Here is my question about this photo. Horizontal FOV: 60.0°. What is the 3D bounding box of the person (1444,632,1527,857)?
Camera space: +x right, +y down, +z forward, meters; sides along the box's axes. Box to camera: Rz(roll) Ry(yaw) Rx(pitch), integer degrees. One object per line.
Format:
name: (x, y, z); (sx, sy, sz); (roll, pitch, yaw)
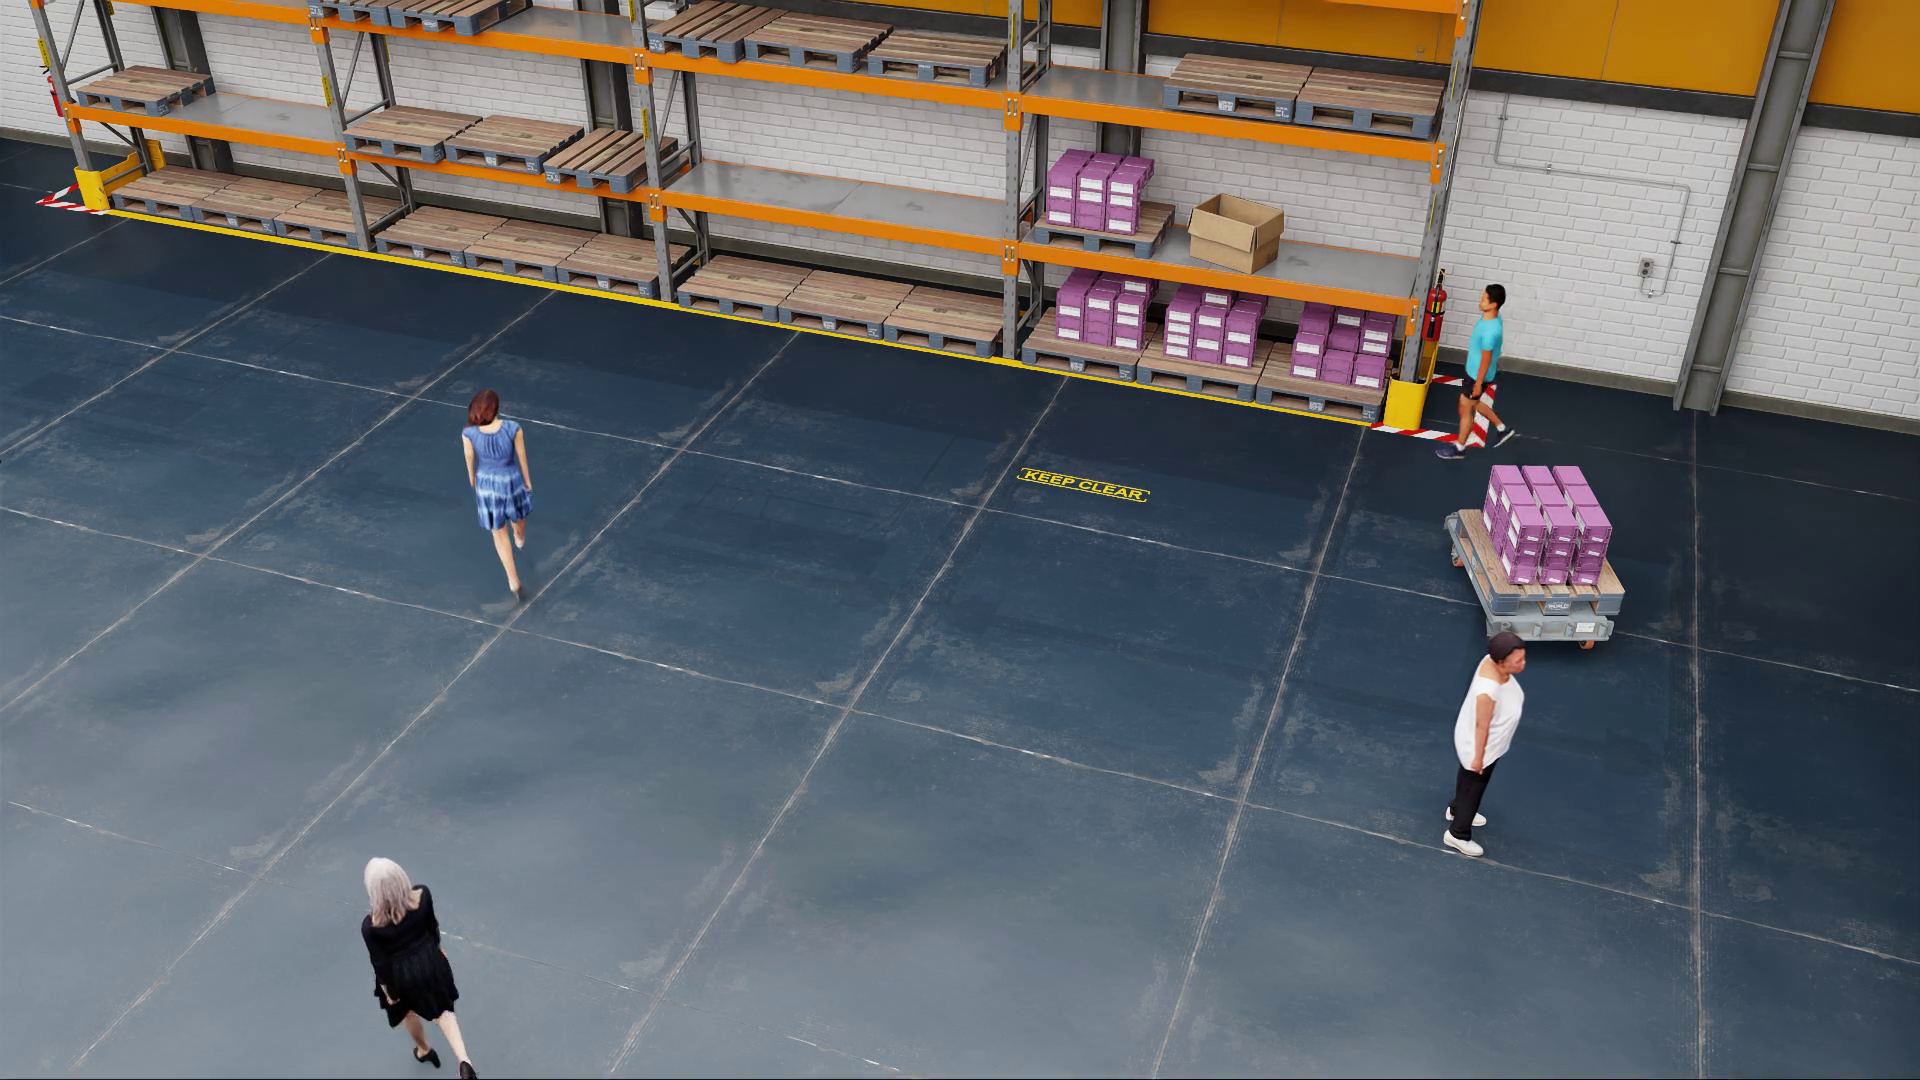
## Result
person: (3.466, 1.302, 10.955); (0.592, 1.687, 0.646); (12, 35, 17)

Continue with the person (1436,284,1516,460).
person: (4.808, -1.502, 15.106); (0.923, 1.762, 0.691); (7, 34, 11)

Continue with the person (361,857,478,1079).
person: (-2.977, 2.441, 9.204); (0.874, 1.727, 1.050); (-27, 42, -35)

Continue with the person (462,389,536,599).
person: (-3.677, -0.334, 13.362); (1.148, 1.748, 1.113); (-10, 35, -14)
